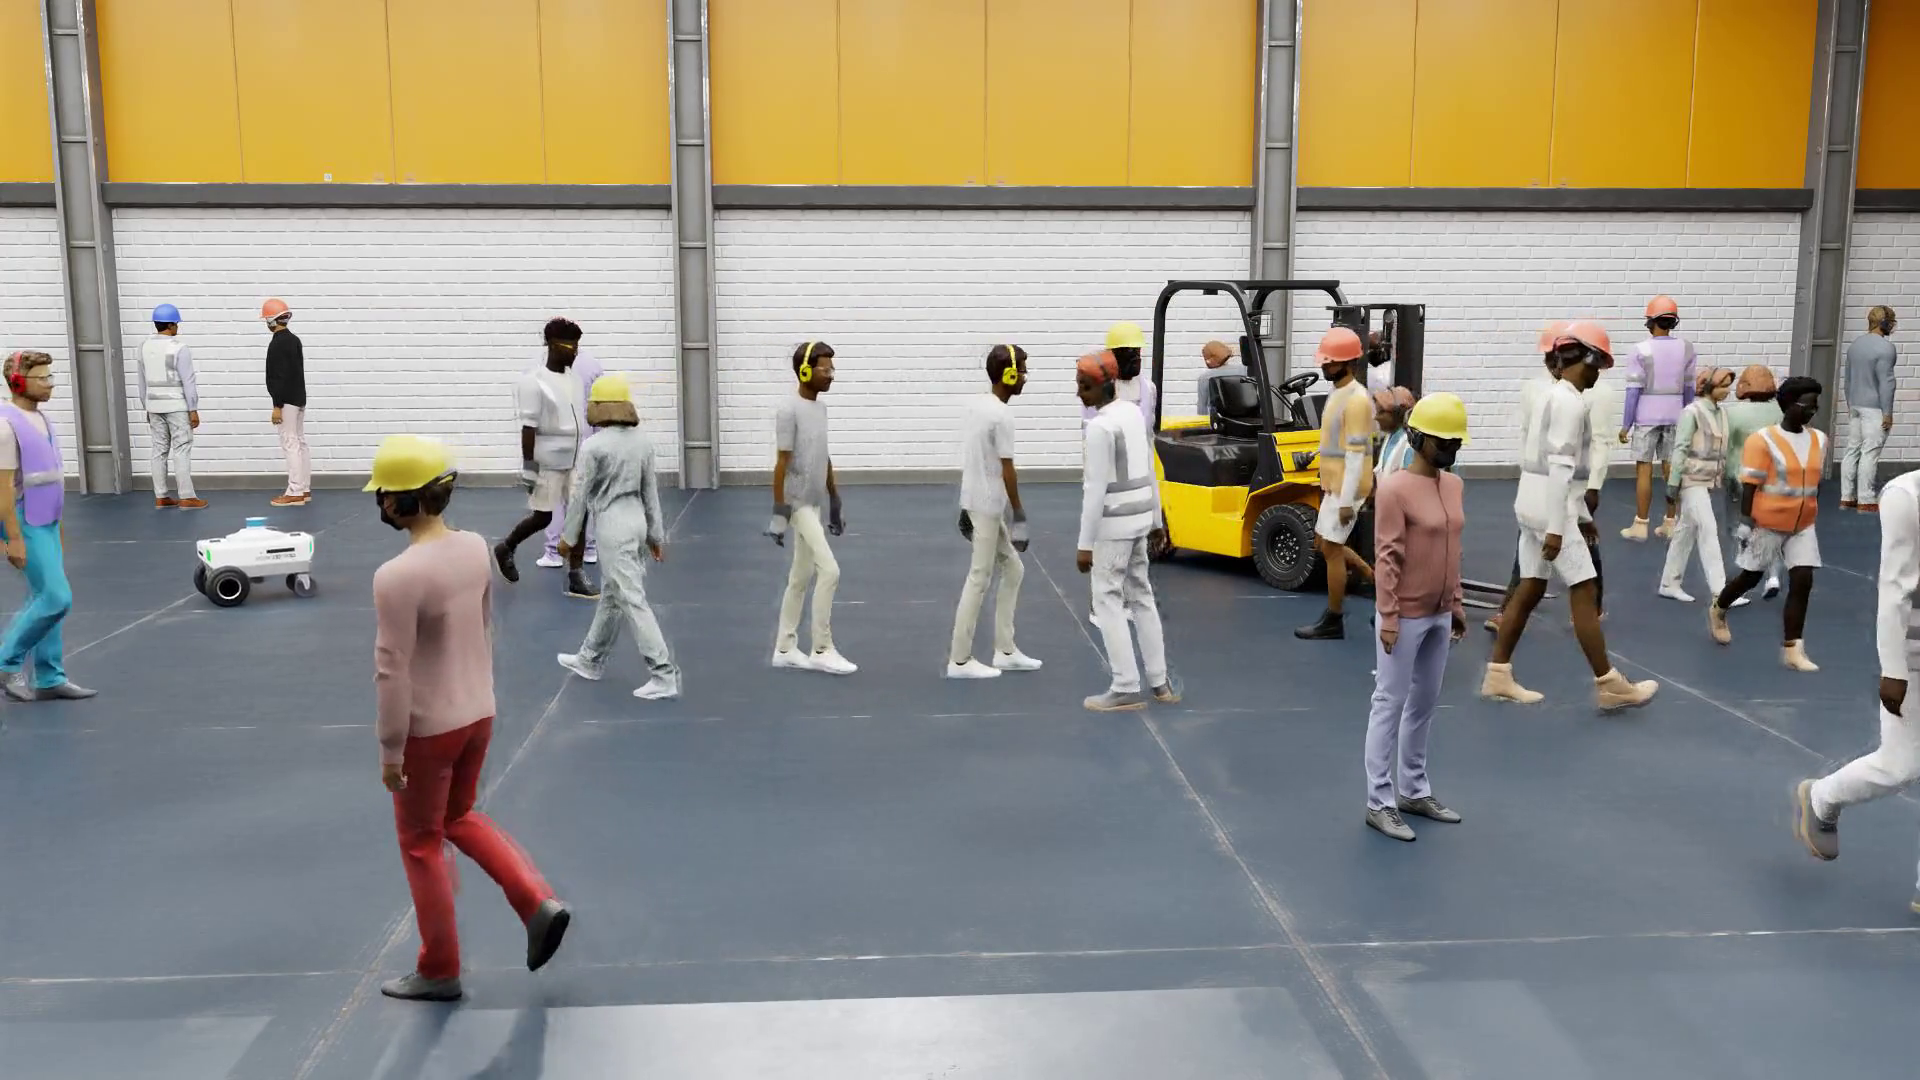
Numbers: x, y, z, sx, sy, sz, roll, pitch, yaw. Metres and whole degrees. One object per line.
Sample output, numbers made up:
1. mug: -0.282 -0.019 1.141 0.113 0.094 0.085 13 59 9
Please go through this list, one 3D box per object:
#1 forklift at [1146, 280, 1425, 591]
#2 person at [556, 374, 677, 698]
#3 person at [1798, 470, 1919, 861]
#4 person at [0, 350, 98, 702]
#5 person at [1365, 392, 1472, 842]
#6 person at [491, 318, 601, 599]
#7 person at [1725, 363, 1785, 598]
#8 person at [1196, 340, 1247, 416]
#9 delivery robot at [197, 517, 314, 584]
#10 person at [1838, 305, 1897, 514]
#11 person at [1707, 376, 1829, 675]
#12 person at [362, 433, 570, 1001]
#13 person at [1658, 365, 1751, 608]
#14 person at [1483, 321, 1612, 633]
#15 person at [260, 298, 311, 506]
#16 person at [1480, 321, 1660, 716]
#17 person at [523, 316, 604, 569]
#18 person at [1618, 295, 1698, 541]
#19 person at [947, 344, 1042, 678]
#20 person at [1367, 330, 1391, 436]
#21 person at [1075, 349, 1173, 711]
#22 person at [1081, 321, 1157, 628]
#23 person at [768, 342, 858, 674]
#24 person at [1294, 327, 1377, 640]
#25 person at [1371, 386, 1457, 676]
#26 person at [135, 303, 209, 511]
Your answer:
1. forklift: 2.301 -0.860 12.475 1.214 2.155 2.313 -6 11 -35
2. person: -1.834 -0.026 8.815 0.922 1.692 0.497 5 10 28
3. person: 3.305 0.381 5.735 0.562 1.861 0.713 -2 9 -12
4. person: -4.747 -0.055 8.532 0.436 1.835 0.589 -2 9 -11
5. person: 1.837 0.295 6.596 0.523 1.760 0.325 -8 12 -40
6. person: -2.847 -0.564 11.473 0.852 1.930 0.619 5 10 29
7. person: 5.345 -0.384 11.278 0.532 1.621 0.394 -1 9 -7
8. person: 2.495 -1.067 15.632 0.591 1.612 0.317 1 9 5
9. delivery robot: -4.800 0.090 11.352 0.707 0.478 0.477 -6 11 -34
10. person: 8.473 -1.210 15.476 0.355 1.936 0.637 0 9 -3
11. person: 4.627 -0.120 9.496 0.543 1.667 0.792 -2 9 -12
12. person: -1.517 0.550 5.007 0.502 1.748 0.541 3 10 18
13. person: 5.026 -0.345 11.055 0.536 1.603 0.787 -7 12 -39
14. person: 3.705 -0.373 10.274 1.038 1.936 0.633 -9 12 -43
15. person: -6.500 -1.323 16.019 0.392 1.991 0.613 -1 9 -3
16. person: 3.133 -0.114 8.486 0.906 1.974 0.637 1 9 8
17. person: -3.010 -0.738 12.614 0.640 1.909 0.409 -6 11 -35
18. person: 5.791 -1.005 13.855 0.605 2.045 0.377 -1 9 -7
19. person: 0.238 -0.145 9.114 0.717 1.833 0.587 -2 9 -11
20. person: 3.366 -0.716 12.838 0.624 1.798 0.897 -7 11 -36
21. person: 0.857 -0.049 8.480 0.417 1.846 0.734 6 11 32
22. person: 1.017 -0.406 10.456 0.588 1.930 0.364 -7 11 -37
23. person: -0.765 -0.168 9.223 0.707 1.841 0.559 3 10 18
24. person: 2.361 -0.322 9.982 0.587 1.914 0.587 0 9 3
25. person: 2.484 -0.042 9.156 0.472 1.620 0.521 0 9 -3
26. person: -7.431 -1.245 15.665 0.614 1.946 0.389 3 9 17
